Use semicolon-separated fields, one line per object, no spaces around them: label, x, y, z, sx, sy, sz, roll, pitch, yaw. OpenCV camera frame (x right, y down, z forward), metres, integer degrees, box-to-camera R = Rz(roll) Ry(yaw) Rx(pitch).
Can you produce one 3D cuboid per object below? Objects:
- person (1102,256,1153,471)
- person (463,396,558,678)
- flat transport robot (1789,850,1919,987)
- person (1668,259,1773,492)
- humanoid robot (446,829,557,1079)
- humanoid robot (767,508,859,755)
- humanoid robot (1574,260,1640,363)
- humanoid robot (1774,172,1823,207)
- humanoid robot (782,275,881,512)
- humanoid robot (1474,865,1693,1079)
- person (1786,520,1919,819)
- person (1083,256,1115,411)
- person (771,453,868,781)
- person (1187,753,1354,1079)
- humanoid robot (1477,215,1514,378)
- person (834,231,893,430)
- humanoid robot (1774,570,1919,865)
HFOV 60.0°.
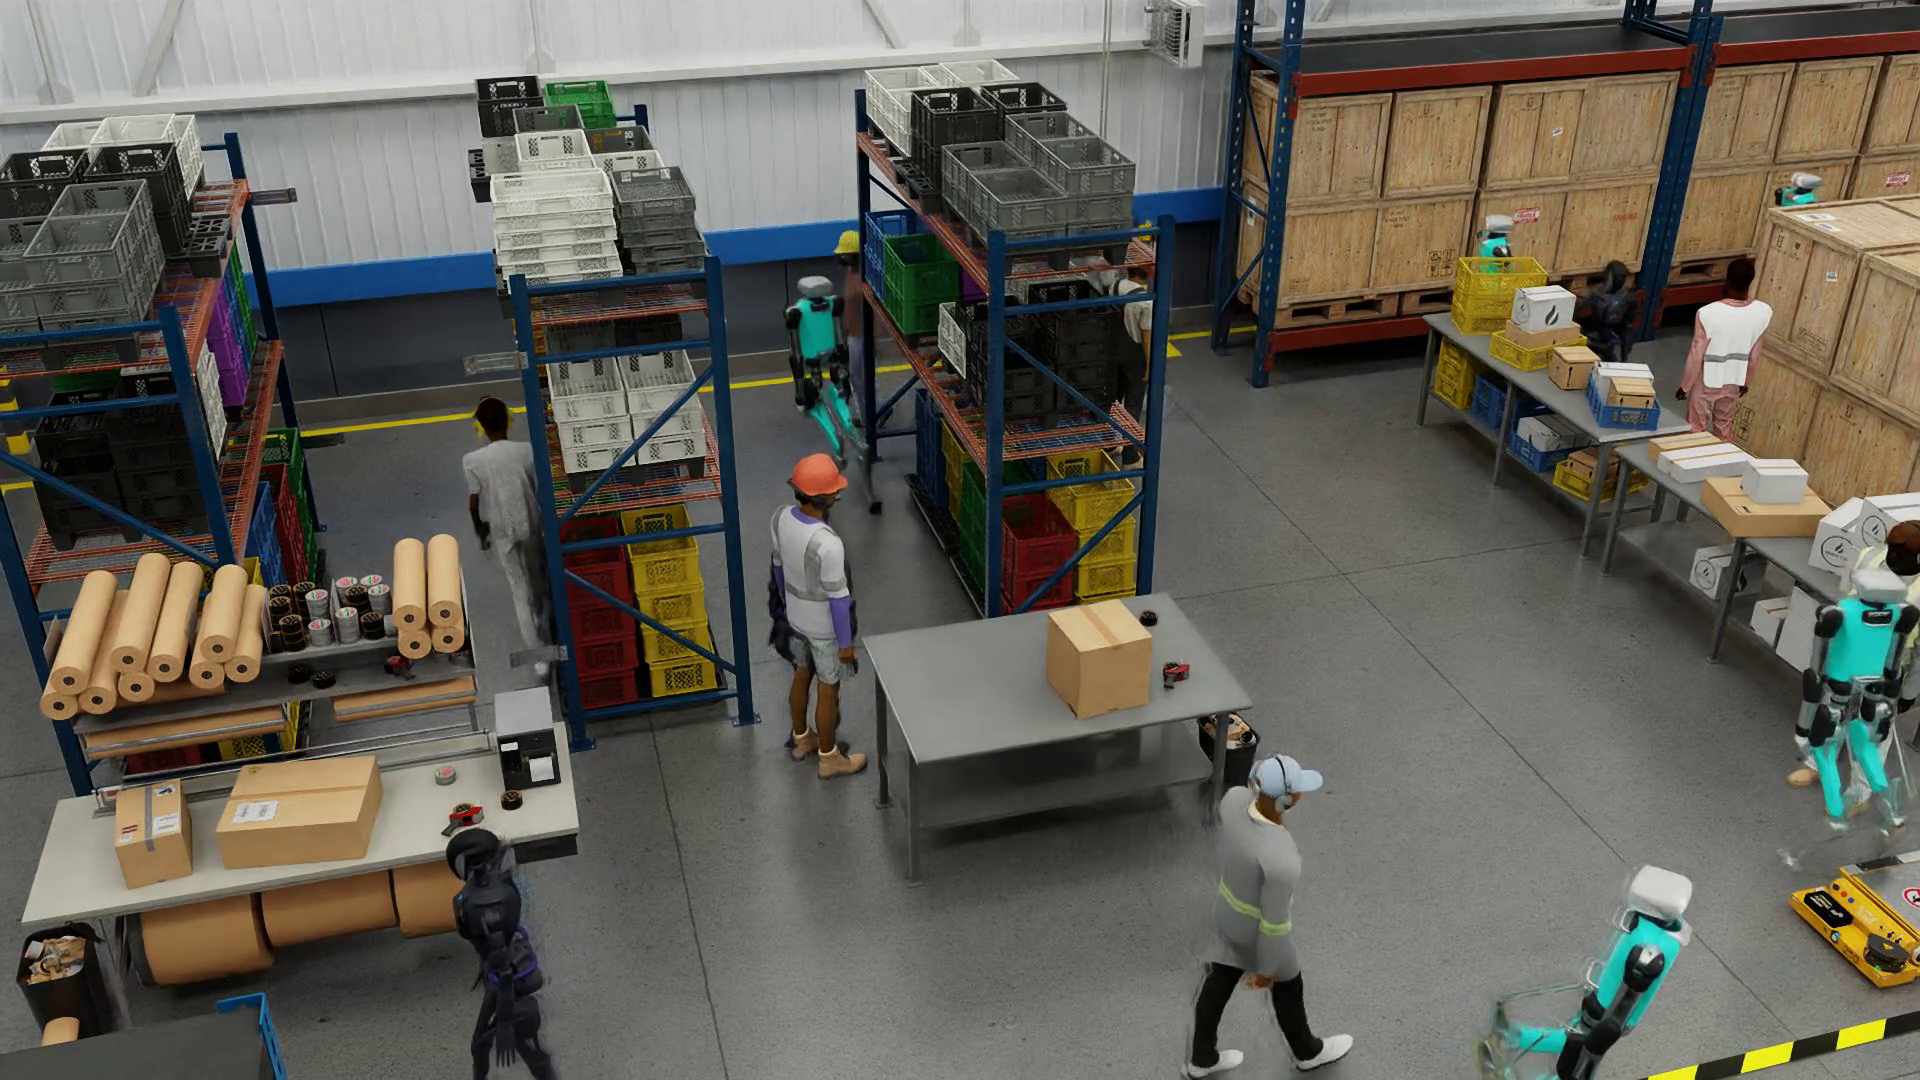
person;1.344;-1.429;13.139;0.346;1.837;0.500;-19;34;-30
person;-2.831;-0.073;10.692;0.570;1.802;0.976;-11;31;-20
flat transport robot;5.163;1.916;8.676;1.431;0.231;0.659;-8;30;-14
person;5.757;-1.208;12.647;0.592;1.919;0.392;-5;29;-9
humanoid robot;-2.028;1.947;7.172;0.630;1.638;0.589;-13;31;-23
humanoid robot;-0.873;0.552;9.689;0.599;1.647;0.346;12;31;21
humanoid robot;5.095;-1.470;13.360;0.610;1.649;0.335;-5;29;-8
humanoid robot;7.700;-2.521;15.201;0.967;1.734;0.534;-7;30;-13
humanoid robot;-0.886;-1.024;12.578;0.534;1.848;0.894;-24;37;-37
humanoid robot;2.468;2.035;6.937;0.822;1.770;0.557;17;33;28
person;5.087;0.698;9.265;0.431;1.833;0.629;-10;30;-18
person;1.084;-1.903;13.982;0.590;1.851;0.501;2;29;3
person;-0.798;0.435;9.530;0.382;2.041;0.614;-22;35;-34
person;1.434;1.687;7.488;0.812;1.821;0.598;-12;31;-20
humanoid robot;4.734;-1.917;14.139;1.013;1.730;0.537;-2;29;-3
person;-0.850;-1.702;13.718;0.384;1.751;0.528;-4;29;-7
humanoid robot;4.726;1.103;8.670;0.530;1.799;0.814;-3;29;-6
